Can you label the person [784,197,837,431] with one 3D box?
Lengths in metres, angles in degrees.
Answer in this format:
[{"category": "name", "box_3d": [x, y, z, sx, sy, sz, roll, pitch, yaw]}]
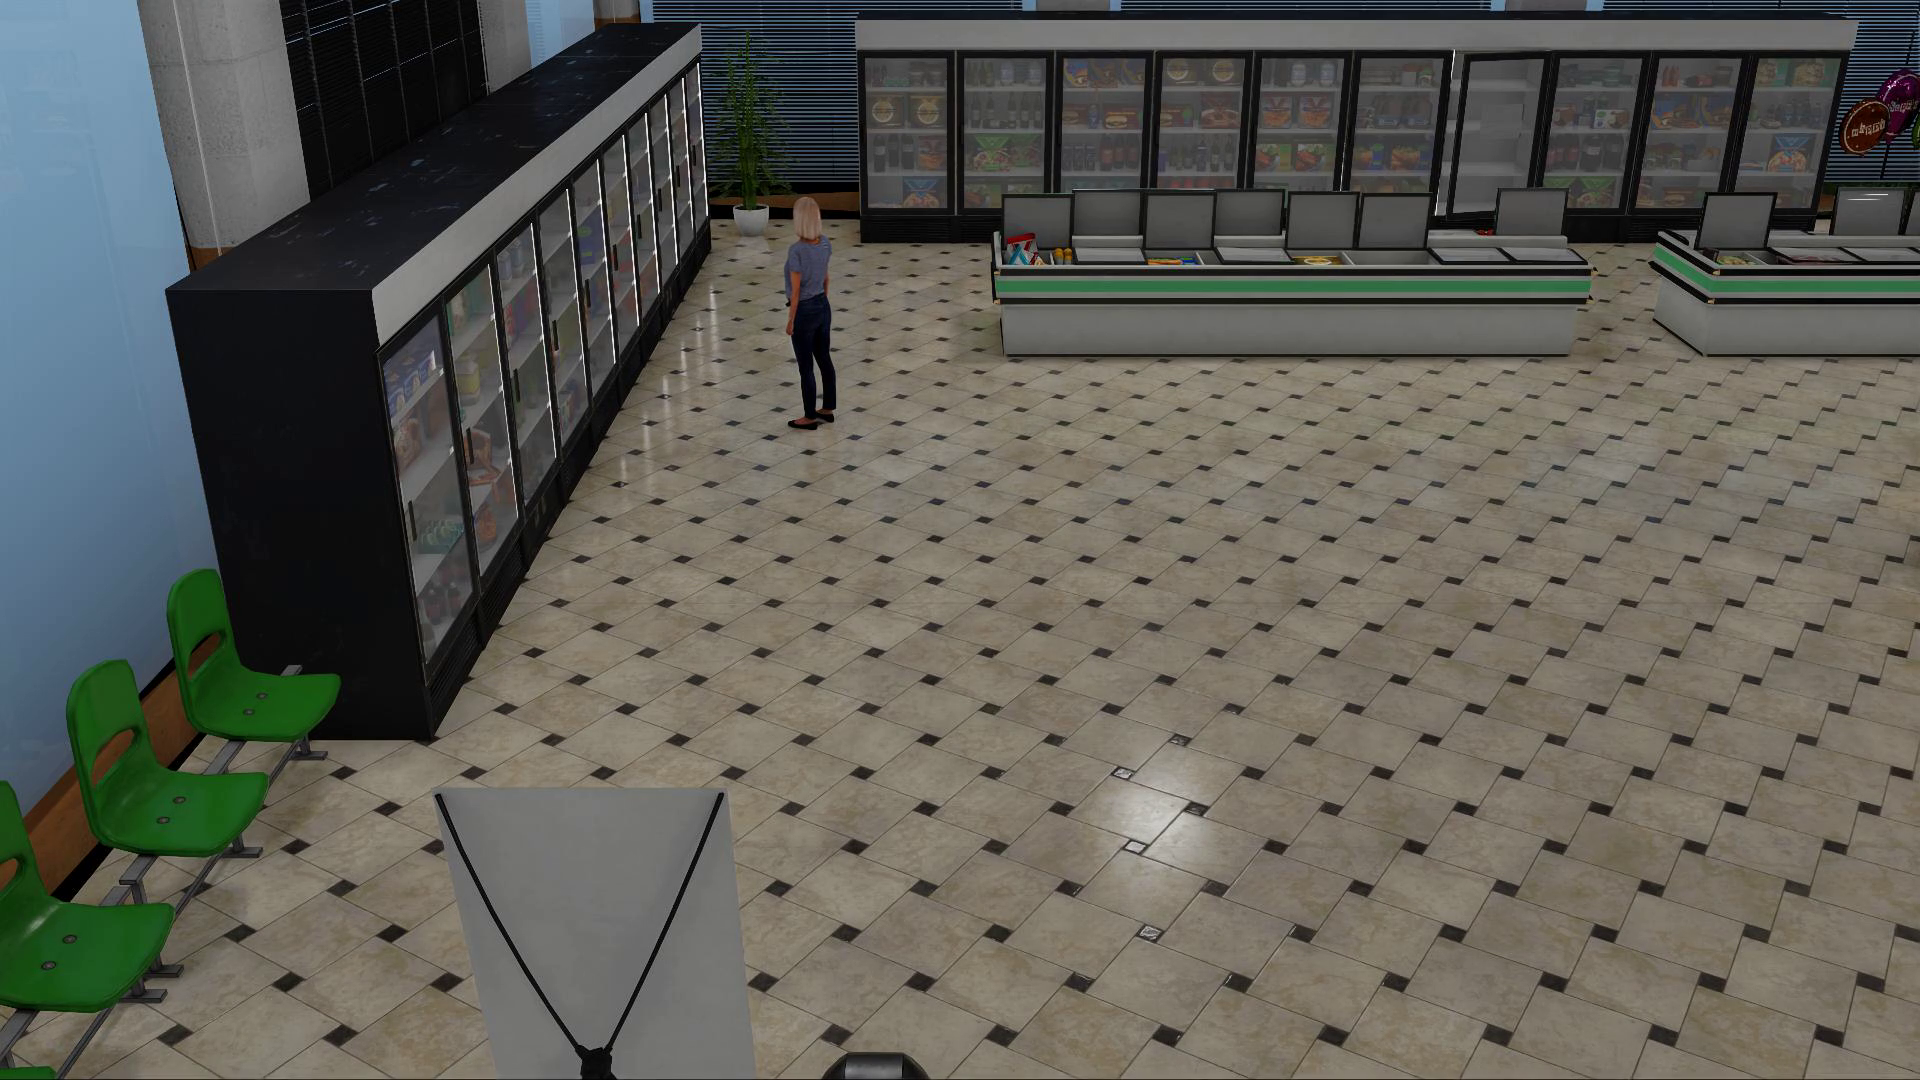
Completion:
[{"category": "person", "box_3d": [-1.094, -1.665, 12.220, 0.685, 1.723, 0.654, 16, 28, 33]}]
